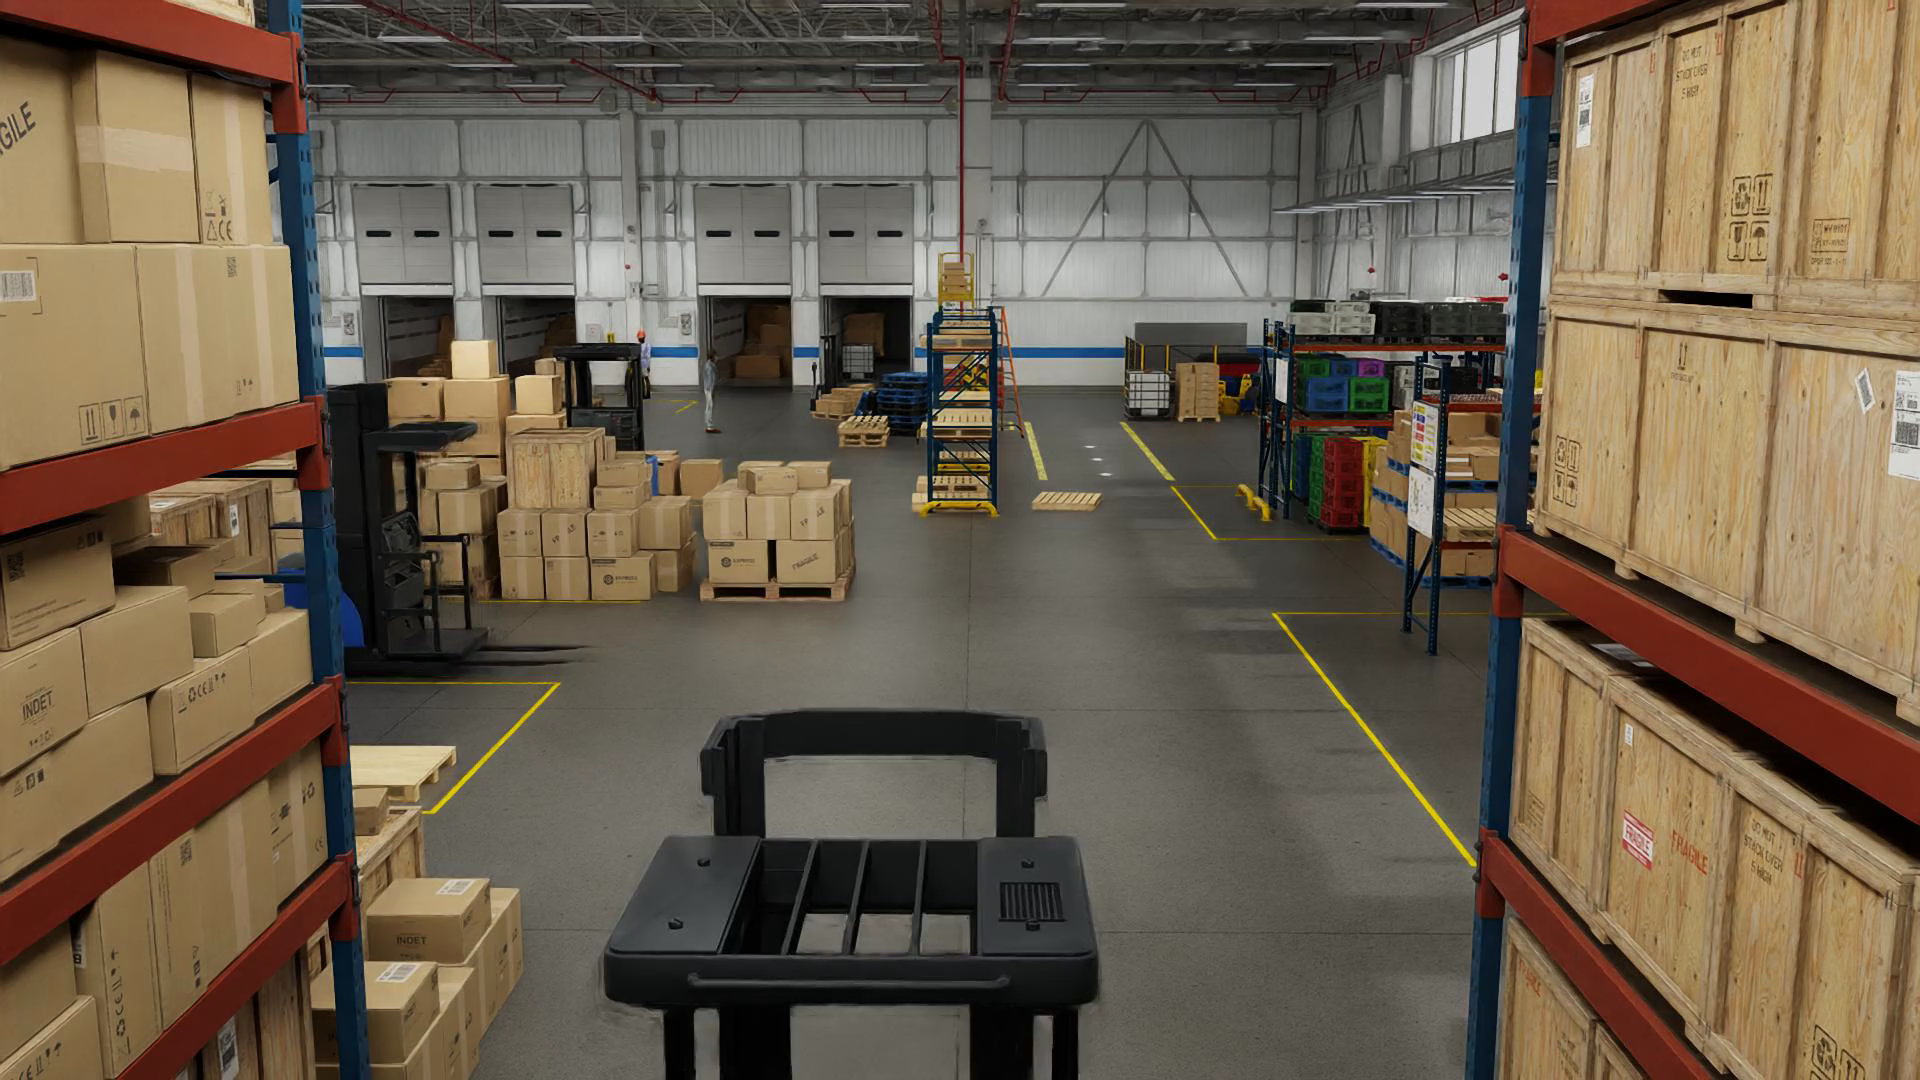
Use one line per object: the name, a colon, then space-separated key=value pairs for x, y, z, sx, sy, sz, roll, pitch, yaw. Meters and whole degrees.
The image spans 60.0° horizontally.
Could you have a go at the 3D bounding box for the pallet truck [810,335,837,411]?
pallet truck: x=-3.021 y=-4.312 z=43.126 sx=1.885 sy=1.965 sz=0.823 roll=3 pitch=10 yaw=17

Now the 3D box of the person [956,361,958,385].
person: x=0.144 y=-3.995 z=41.631 sx=0.576 sy=1.881 sz=0.354 roll=8 pitch=13 yaw=39

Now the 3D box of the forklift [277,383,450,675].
forklift: x=-5.921 y=-0.136 z=16.486 sx=1.873 sy=2.768 sz=1.129 roll=0 pitch=10 yaw=1

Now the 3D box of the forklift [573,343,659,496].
forklift: x=-5.085 y=-1.475 z=24.210 sx=1.129 sy=2.768 sz=1.873 roll=0 pitch=10 yaw=1

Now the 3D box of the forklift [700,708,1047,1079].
forklift: x=-0.228 y=1.886 z=4.821 sx=1.129 sy=2.768 sz=1.873 roll=0 pitch=10 yaw=1

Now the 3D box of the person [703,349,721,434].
person: x=-5.689 y=-3.400 z=38.032 sx=0.373 sy=1.941 sz=0.627 roll=-2 pitch=10 yaw=-14

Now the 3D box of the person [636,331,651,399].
person: x=-8.962 y=-4.943 z=46.975 sx=0.543 sy=1.929 sz=0.387 roll=8 pitch=12 yaw=38
